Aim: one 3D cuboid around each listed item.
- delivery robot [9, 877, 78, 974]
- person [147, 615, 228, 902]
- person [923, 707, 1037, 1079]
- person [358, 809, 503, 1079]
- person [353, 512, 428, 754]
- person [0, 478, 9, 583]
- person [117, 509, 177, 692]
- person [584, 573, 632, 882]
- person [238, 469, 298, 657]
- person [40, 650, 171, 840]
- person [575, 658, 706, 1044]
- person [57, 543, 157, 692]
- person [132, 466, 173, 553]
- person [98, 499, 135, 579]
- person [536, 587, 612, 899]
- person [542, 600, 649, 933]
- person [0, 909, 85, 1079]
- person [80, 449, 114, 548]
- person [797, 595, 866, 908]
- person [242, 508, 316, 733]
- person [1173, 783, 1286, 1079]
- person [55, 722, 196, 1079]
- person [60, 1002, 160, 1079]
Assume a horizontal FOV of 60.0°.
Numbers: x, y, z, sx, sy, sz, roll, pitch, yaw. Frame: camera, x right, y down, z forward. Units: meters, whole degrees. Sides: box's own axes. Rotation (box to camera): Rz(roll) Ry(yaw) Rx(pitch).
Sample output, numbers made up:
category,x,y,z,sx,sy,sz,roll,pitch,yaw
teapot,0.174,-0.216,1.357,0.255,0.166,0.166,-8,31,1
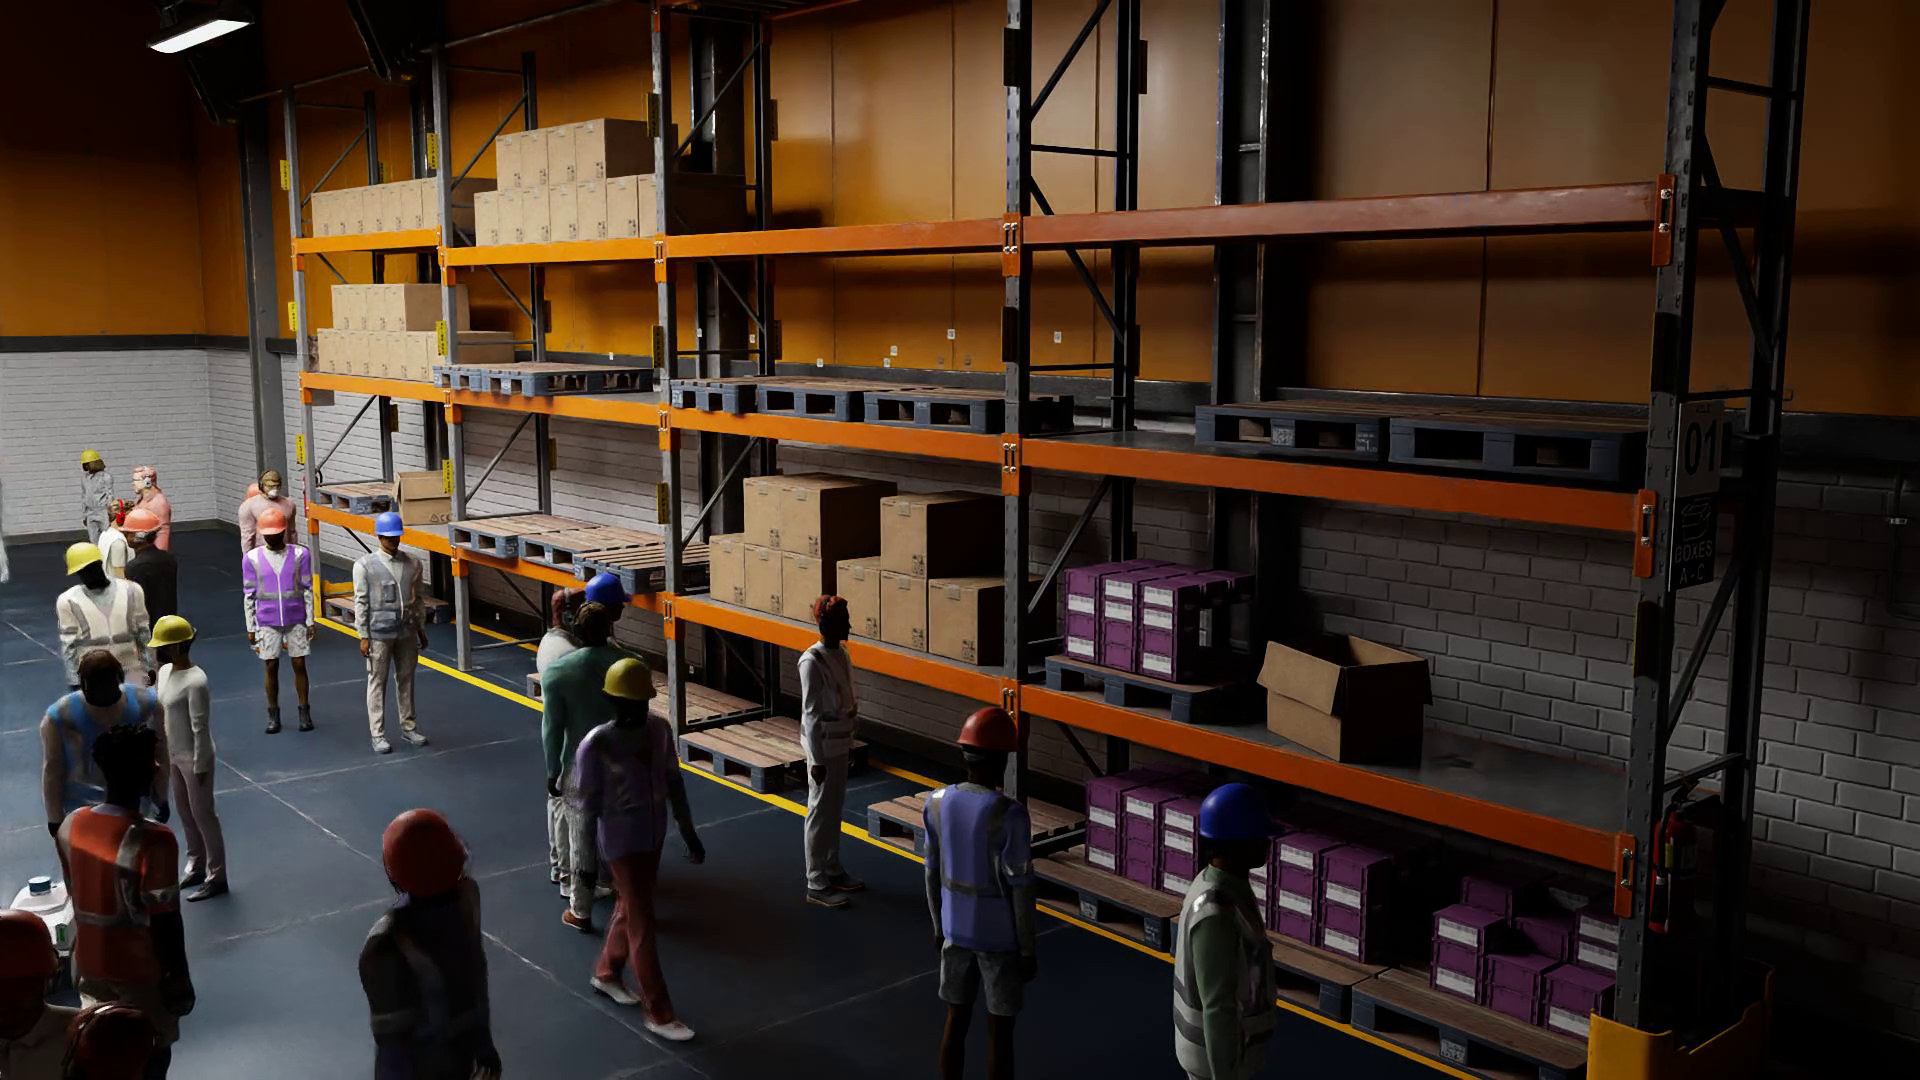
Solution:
category,x,y,z,sx,sy,sz,roll,pitch,yaw
delivery robot,-4.915,2.049,8.912,0.477,0.478,0.707,-3,9,-20
person,-4.737,1.321,10.153,0.518,1.757,0.338,7,11,42
person,0.110,1.670,7.133,0.543,1.928,0.372,6,10,35
person,-1.746,1.849,5.723,0.548,1.992,0.674,1,8,4
person,-4.618,0.739,13.528,0.386,1.948,0.605,7,11,42
person,-12.580,-0.288,21.474,0.755,1.712,0.480,8,11,43
person,-6.504,0.740,13.359,0.388,1.993,0.624,1,8,5
person,-2.240,1.175,10.499,0.384,1.949,0.604,-4,9,-25
person,-7.069,0.233,17.101,0.372,1.934,0.627,6,10,34
person,-4.735,1.448,9.222,0.634,1.788,0.686,-8,11,-43
person,-1.629,1.510,8.383,0.856,1.891,0.591,5,10,32
person,-6.279,0.949,12.293,0.617,1.880,0.448,-6,10,-36
person,-8.568,0.171,17.623,0.399,1.910,0.643,-6,10,-38
person,-7.730,0.543,15.285,0.397,1.836,0.562,-5,10,-33
person,-2.369,1.234,10.230,0.406,1.911,0.636,-3,9,-21
person,-2.104,1.305,9.669,0.629,1.930,0.358,-5,9,-29
person,-2.621,1.991,4.711,0.621,1.985,0.408,-4,9,-23
person,-11.214,-0.315,21.617,0.490,1.730,0.324,2,8,15
person,-0.780,1.266,10.099,0.356,1.883,0.574,2,8,15
person,-5.737,0.680,14.041,0.549,1.924,0.387,-3,9,-22
person,0.955,1.824,5.978,0.384,1.951,0.605,1,8,10
person,-3.364,1.707,6.766,0.604,1.959,0.370,4,9,24
person,-2.115,2.107,4.289,0.356,1.877,0.574,6,10,38
